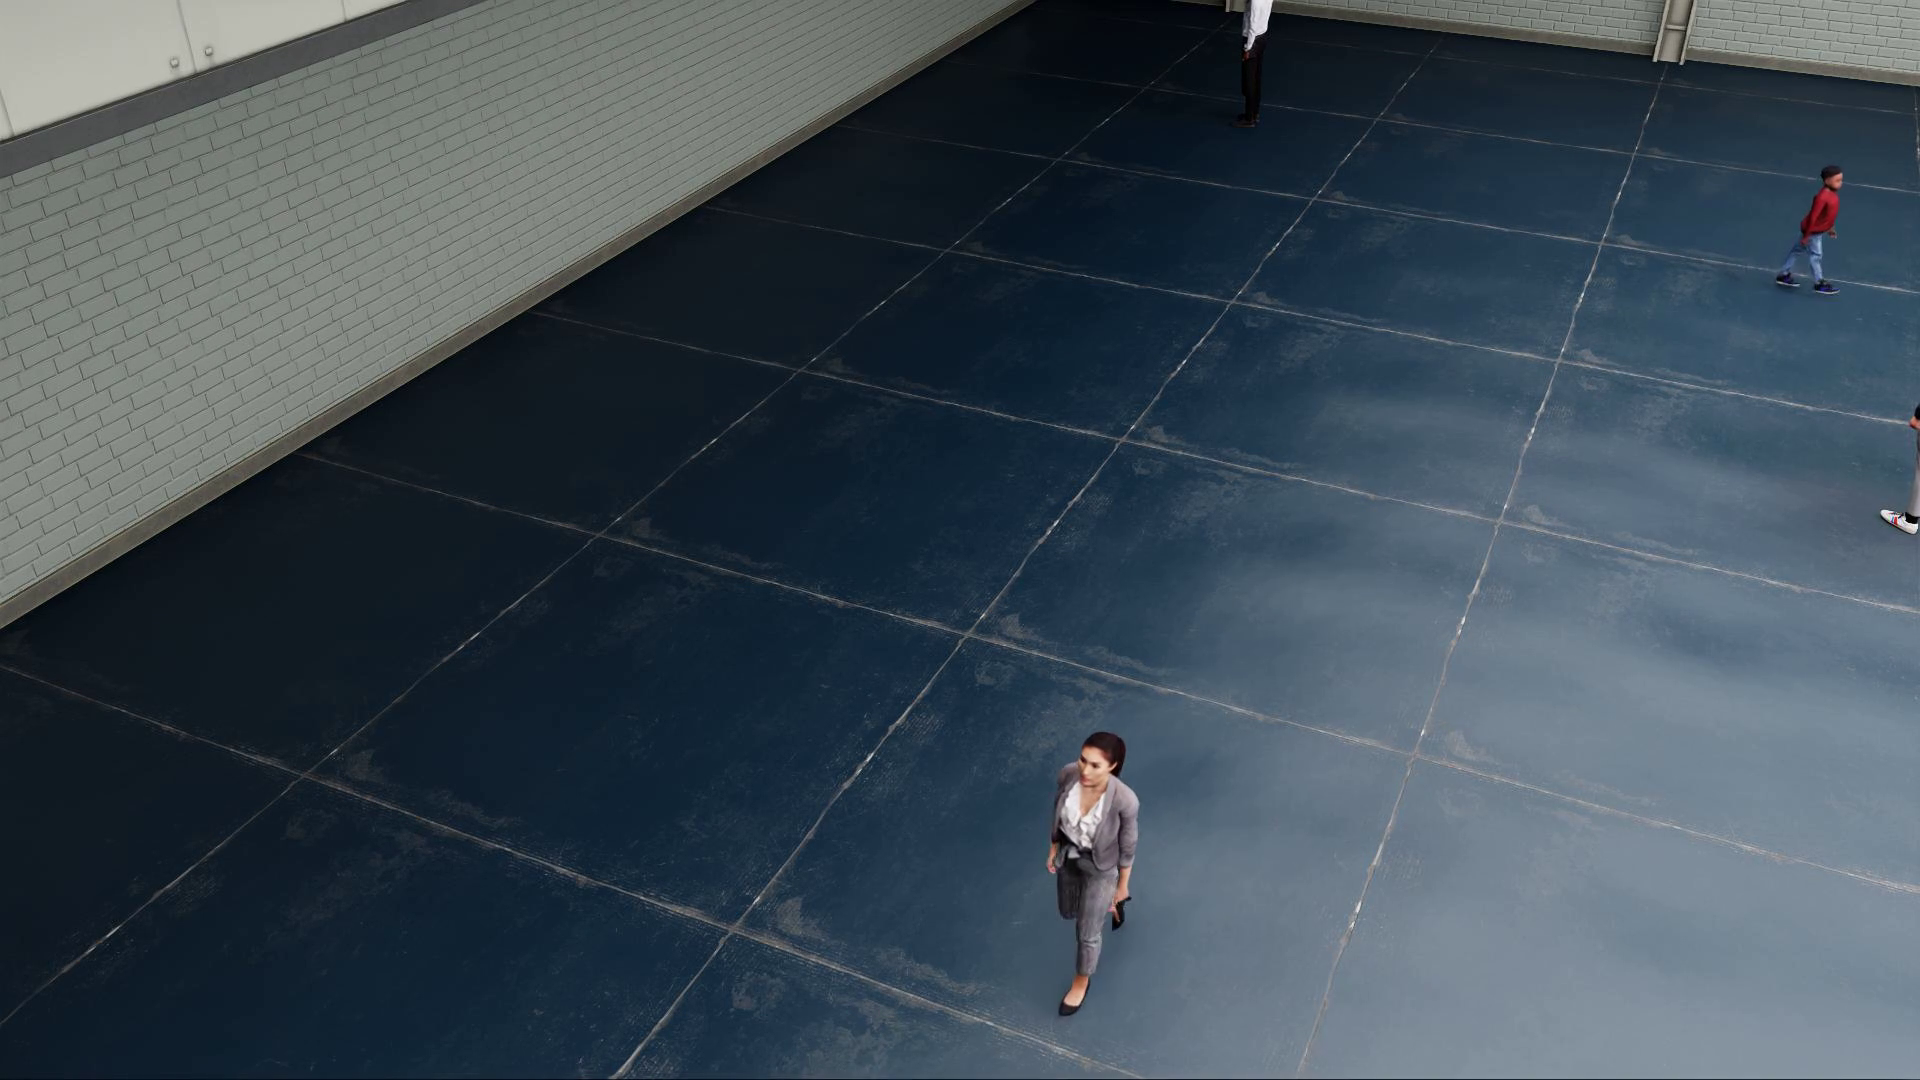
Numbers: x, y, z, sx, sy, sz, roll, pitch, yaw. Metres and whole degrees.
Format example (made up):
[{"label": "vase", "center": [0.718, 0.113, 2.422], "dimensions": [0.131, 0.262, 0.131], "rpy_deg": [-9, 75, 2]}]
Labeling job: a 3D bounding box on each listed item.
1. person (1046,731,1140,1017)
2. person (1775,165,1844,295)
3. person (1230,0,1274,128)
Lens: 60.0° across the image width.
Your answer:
[{"label": "person", "center": [0.681, 1.570, 8.168], "dimensions": [0.919, 1.661, 0.836], "rpy_deg": [25, 40, 34]}, {"label": "person", "center": [8.019, -2.959, 15.754], "dimensions": [0.802, 1.229, 0.548], "rpy_deg": [18, 37, 27]}, {"label": "person", "center": [3.495, -5.854, 19.774], "dimensions": [0.533, 1.836, 0.652], "rpy_deg": [16, 36, 24]}]
